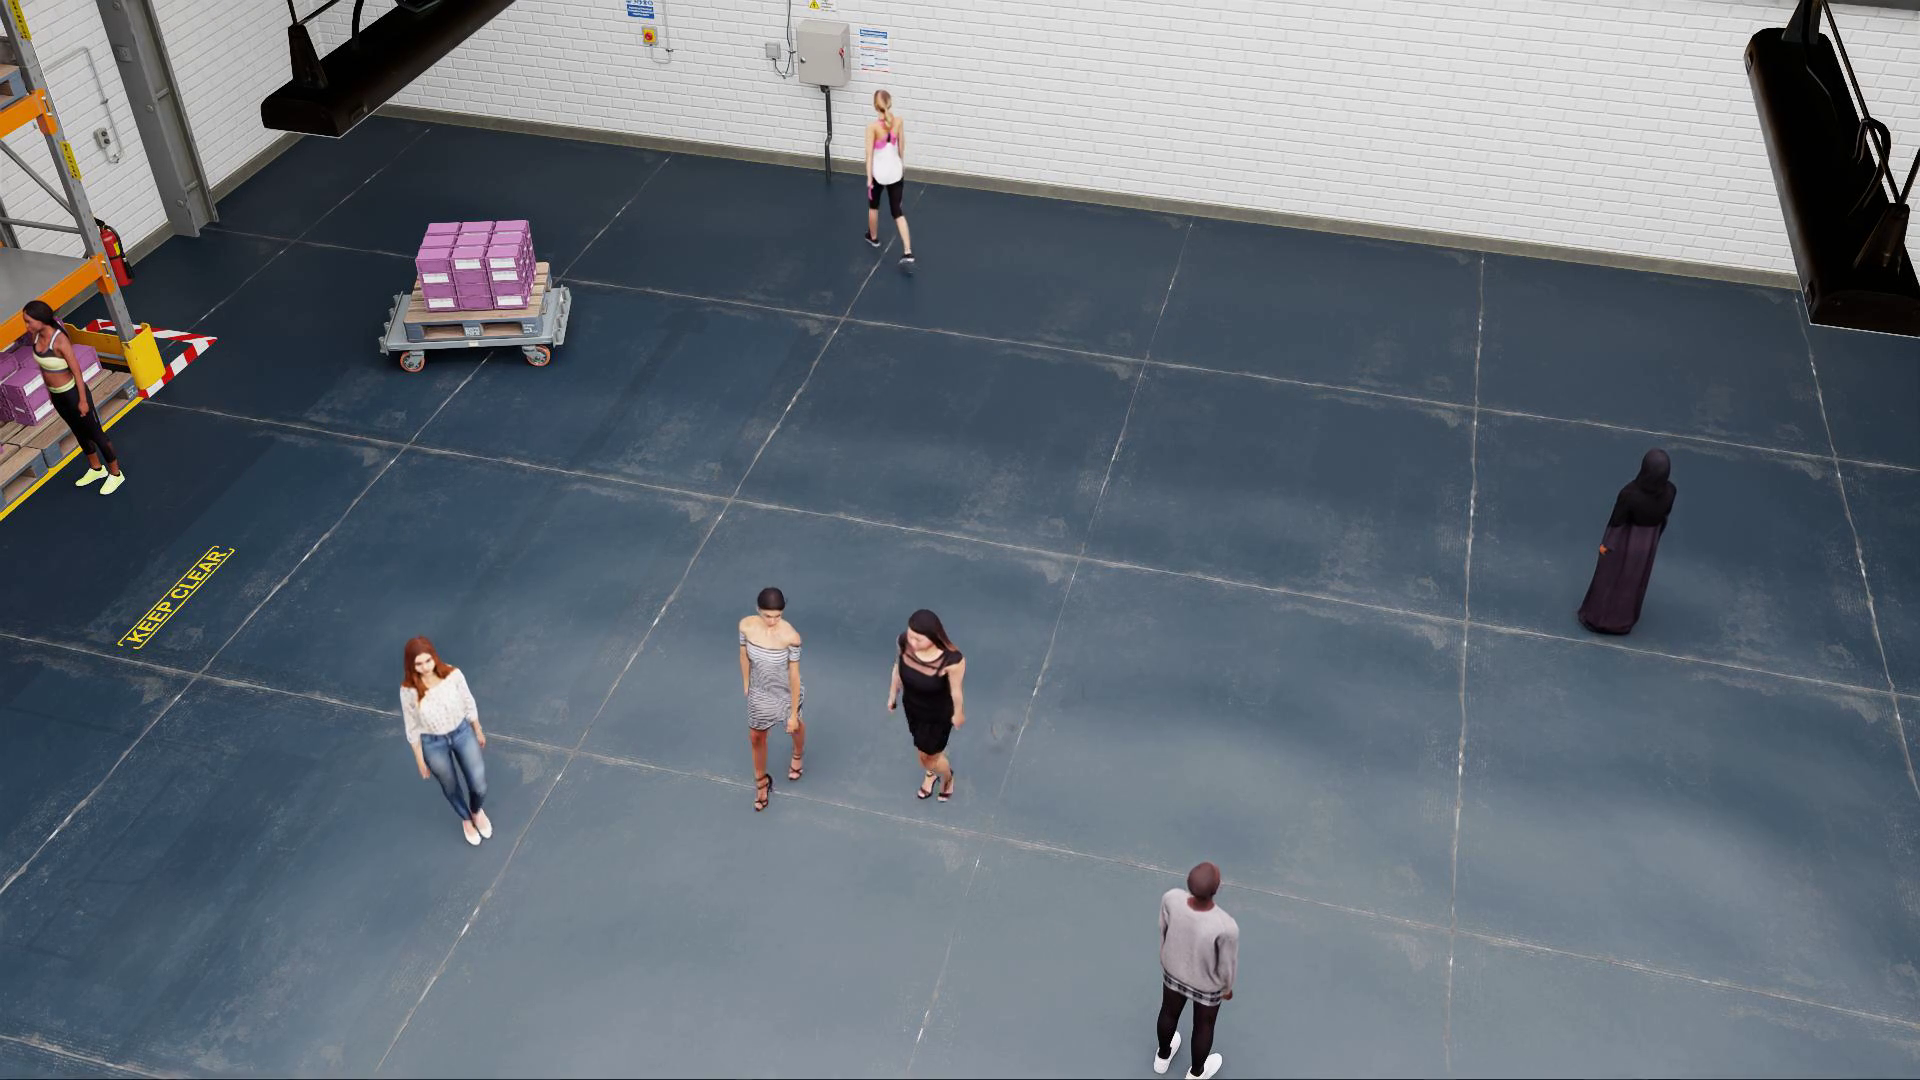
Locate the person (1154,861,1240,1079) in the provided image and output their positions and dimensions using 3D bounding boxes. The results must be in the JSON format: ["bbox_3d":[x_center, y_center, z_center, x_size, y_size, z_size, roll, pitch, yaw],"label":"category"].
[{"bbox_3d":[1.268,2.353,9.042,0.681,1.769,0.655,23,44,27],"label":"person"}]

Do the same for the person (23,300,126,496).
[{"bbox_3d":[-7.195,-1.177,13.473,0.594,1.755,0.567,17,42,20],"label":"person"}]

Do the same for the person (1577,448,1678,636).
[{"bbox_3d":[4.892,0.002,12.112,0.686,1.613,0.702,-4,39,-5],"label":"person"}]

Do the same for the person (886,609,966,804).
[{"bbox_3d":[-0.153,1.038,10.739,0.766,1.706,0.774,27,46,30],"label":"person"}]

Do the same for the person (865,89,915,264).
[{"bbox_3d":[-0.676,-3.544,16.444,1.126,1.748,1.192,-19,42,-22],"label":"person"}]

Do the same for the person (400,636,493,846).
[{"bbox_3d":[-3.254,1.218,10.501,0.708,1.724,0.754,-16,41,-19],"label":"person"}]

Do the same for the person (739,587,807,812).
[{"bbox_3d":[-1.148,0.932,10.800,0.615,1.797,0.761,10,40,12],"label":"person"}]
